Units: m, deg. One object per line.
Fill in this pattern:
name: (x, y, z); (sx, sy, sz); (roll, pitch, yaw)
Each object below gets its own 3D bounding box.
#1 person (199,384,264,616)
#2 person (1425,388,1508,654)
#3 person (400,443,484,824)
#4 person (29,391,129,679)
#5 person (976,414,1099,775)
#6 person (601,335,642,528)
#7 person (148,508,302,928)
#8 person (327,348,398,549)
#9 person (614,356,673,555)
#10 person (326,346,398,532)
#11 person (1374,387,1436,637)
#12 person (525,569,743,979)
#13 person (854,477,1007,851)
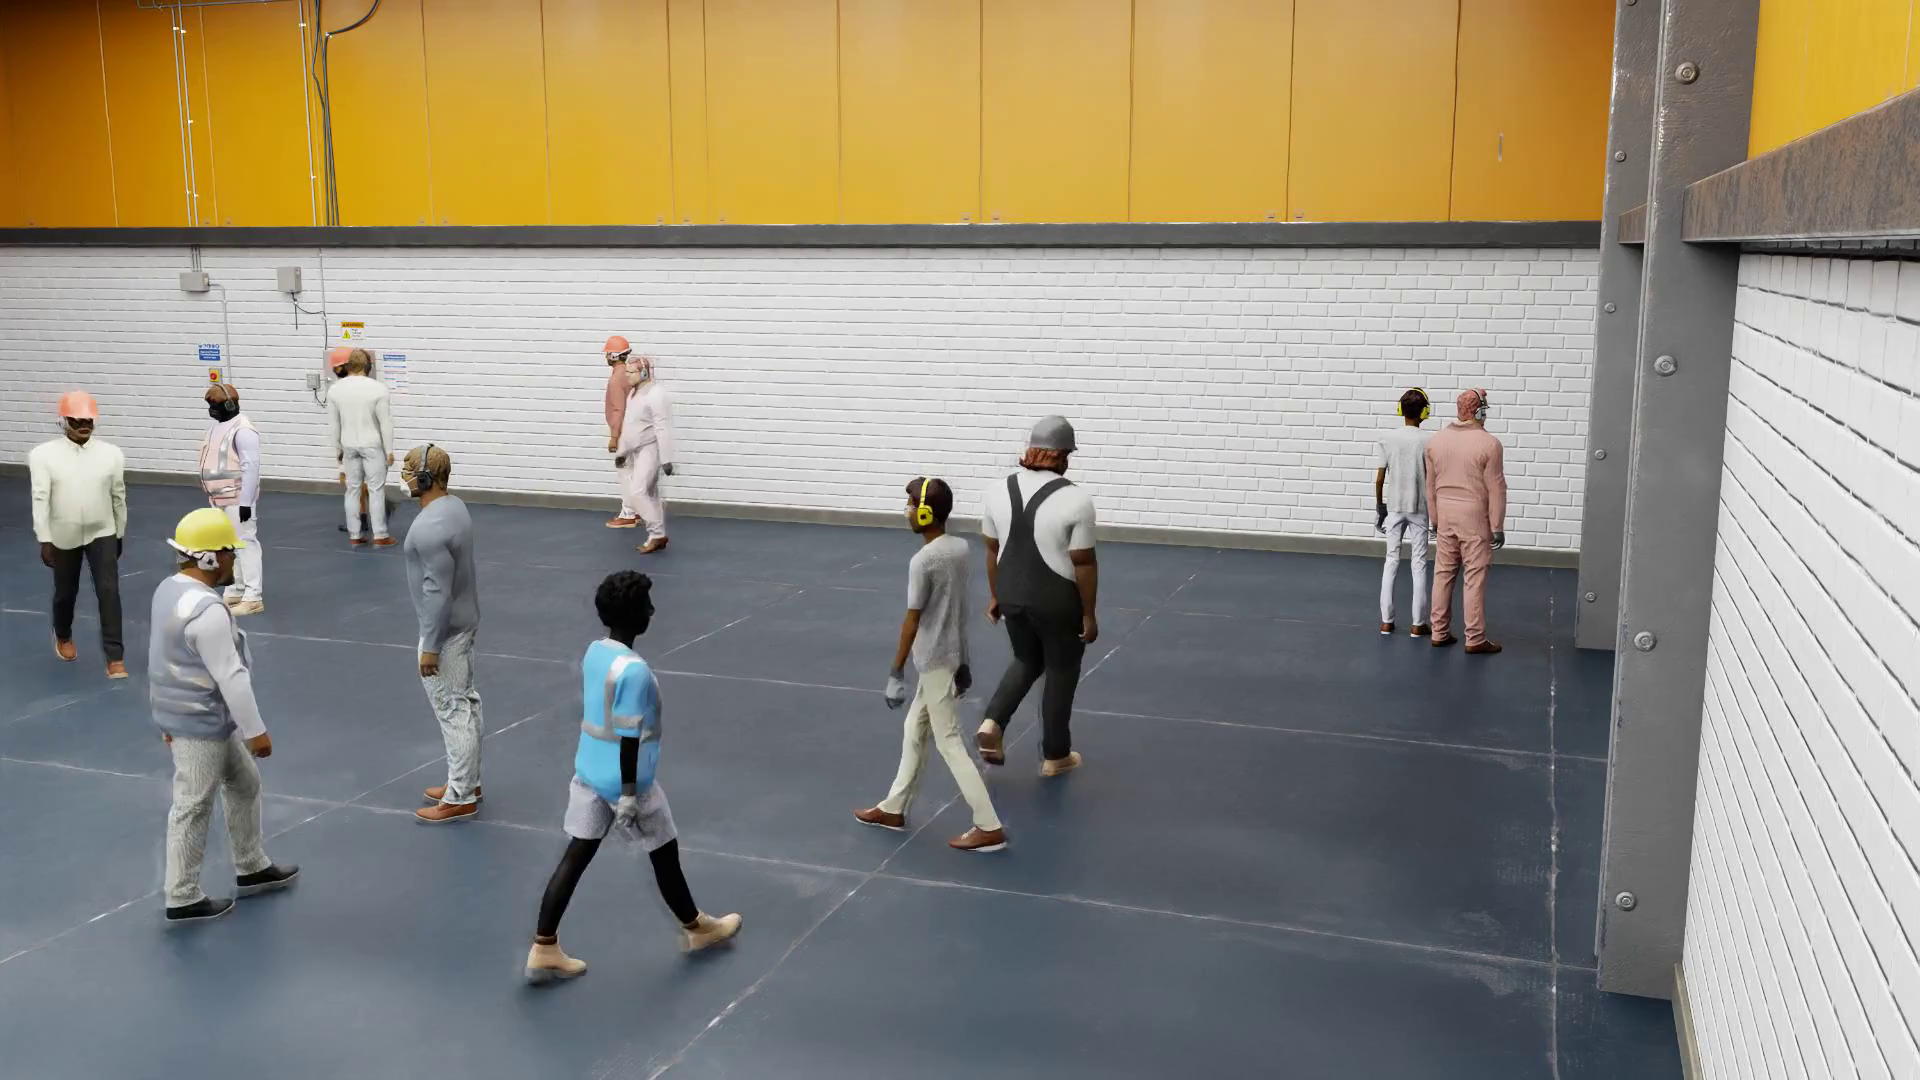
person: (-5.790, -0.323, 13.213); (0.624, 1.840, 0.429); (9, 14, 42)
person: (3.655, -0.137, 11.968); (0.410, 1.909, 0.643); (-8, 13, -37)
person: (-2.628, 0.472, 8.447); (0.378, 1.940, 0.629); (-1, 10, -5)
person: (-6.041, -0.061, 11.411); (0.606, 1.961, 0.951); (-8, 13, -37)
person: (0.447, 0.305, 9.103); (0.708, 2.000, 0.659); (8, 13, 38)
person: (-3.511, -1.125, 17.279); (0.383, 1.996, 0.609); (1, 10, 8)
person: (-3.168, 0.753, 7.222); (0.725, 1.803, 0.596); (-7, 12, -34)
person: (-5.758, -0.879, 16.063); (0.635, 1.937, 0.356); (2, 10, 8)
person: (-2.998, -0.805, 15.788); (0.507, 1.886, 0.662); (-5, 11, -27)
person: (-6.086, -1.012, 16.865); (0.551, 1.913, 0.564); (-1, 10, -8)
person: (3.362, -0.205, 12.459); (0.520, 1.871, 0.326); (5, 11, 28)
person: (-1.356, 0.932, 6.665); (0.926, 1.645, 0.539); (-7, 12, -34)
person: (-0.149, 0.598, 8.077); (0.888, 1.823, 0.532); (4, 11, 23)
